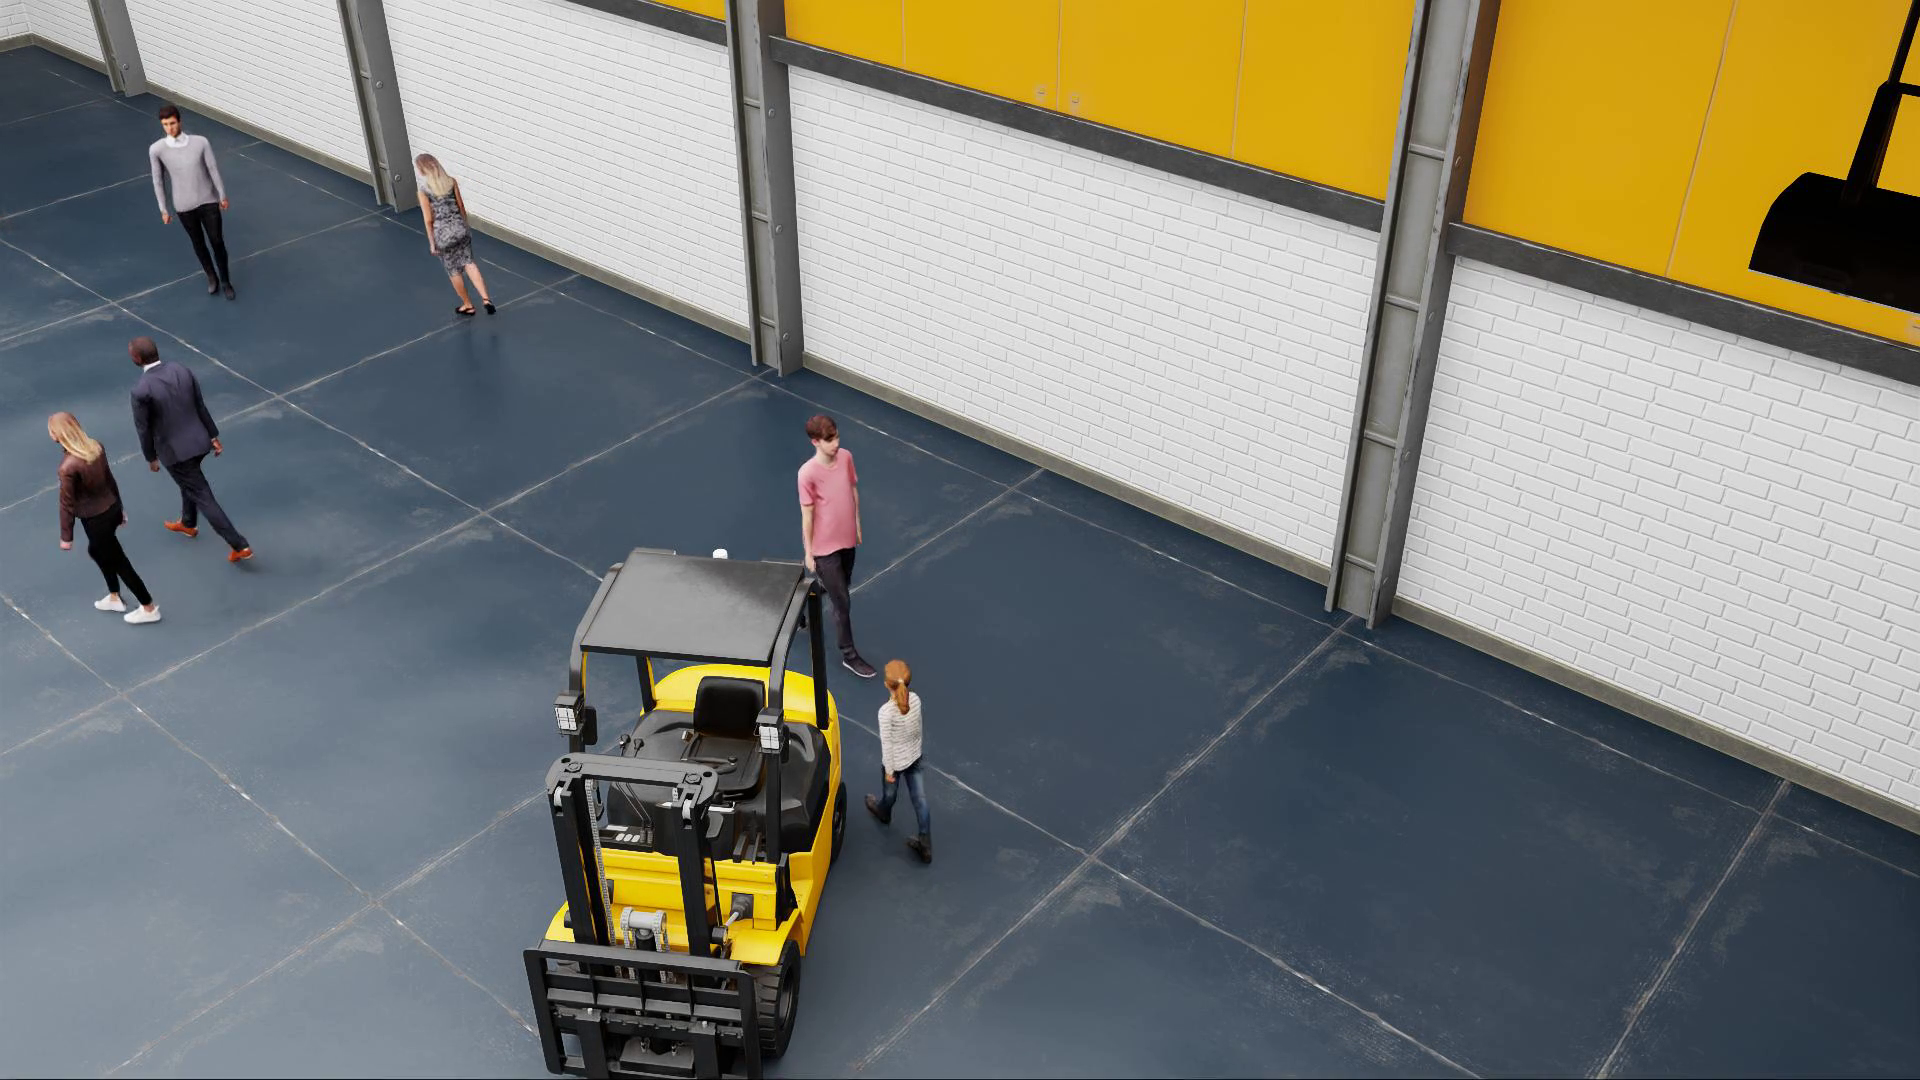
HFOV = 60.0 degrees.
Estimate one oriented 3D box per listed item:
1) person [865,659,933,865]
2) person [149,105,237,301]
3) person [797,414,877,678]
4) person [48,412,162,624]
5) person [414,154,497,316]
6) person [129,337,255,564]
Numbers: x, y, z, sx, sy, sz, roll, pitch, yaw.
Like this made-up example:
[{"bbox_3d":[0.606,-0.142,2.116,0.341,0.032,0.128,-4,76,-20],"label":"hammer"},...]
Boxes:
[{"bbox_3d":[-0.305,1.335,9.784,0.628,1.278,0.912,-20,39,-28],"label":"person"},{"bbox_3d":[-7.462,-3.335,16.244,0.960,1.904,1.015,-10,35,-15],"label":"person"},{"bbox_3d":[-0.923,-0.012,11.220,1.124,1.932,0.653,24,40,32],"label":"person"},{"bbox_3d":[-5.911,-0.122,11.612,0.907,1.682,0.842,-1,34,-2],"label":"person"},{"bbox_3d":[-4.759,-2.802,15.655,0.657,1.670,0.839,-24,41,-32],"label":"person"},{"bbox_3d":[-5.678,-0.626,12.284,1.310,1.777,0.945,14,36,21],"label":"person"}]
